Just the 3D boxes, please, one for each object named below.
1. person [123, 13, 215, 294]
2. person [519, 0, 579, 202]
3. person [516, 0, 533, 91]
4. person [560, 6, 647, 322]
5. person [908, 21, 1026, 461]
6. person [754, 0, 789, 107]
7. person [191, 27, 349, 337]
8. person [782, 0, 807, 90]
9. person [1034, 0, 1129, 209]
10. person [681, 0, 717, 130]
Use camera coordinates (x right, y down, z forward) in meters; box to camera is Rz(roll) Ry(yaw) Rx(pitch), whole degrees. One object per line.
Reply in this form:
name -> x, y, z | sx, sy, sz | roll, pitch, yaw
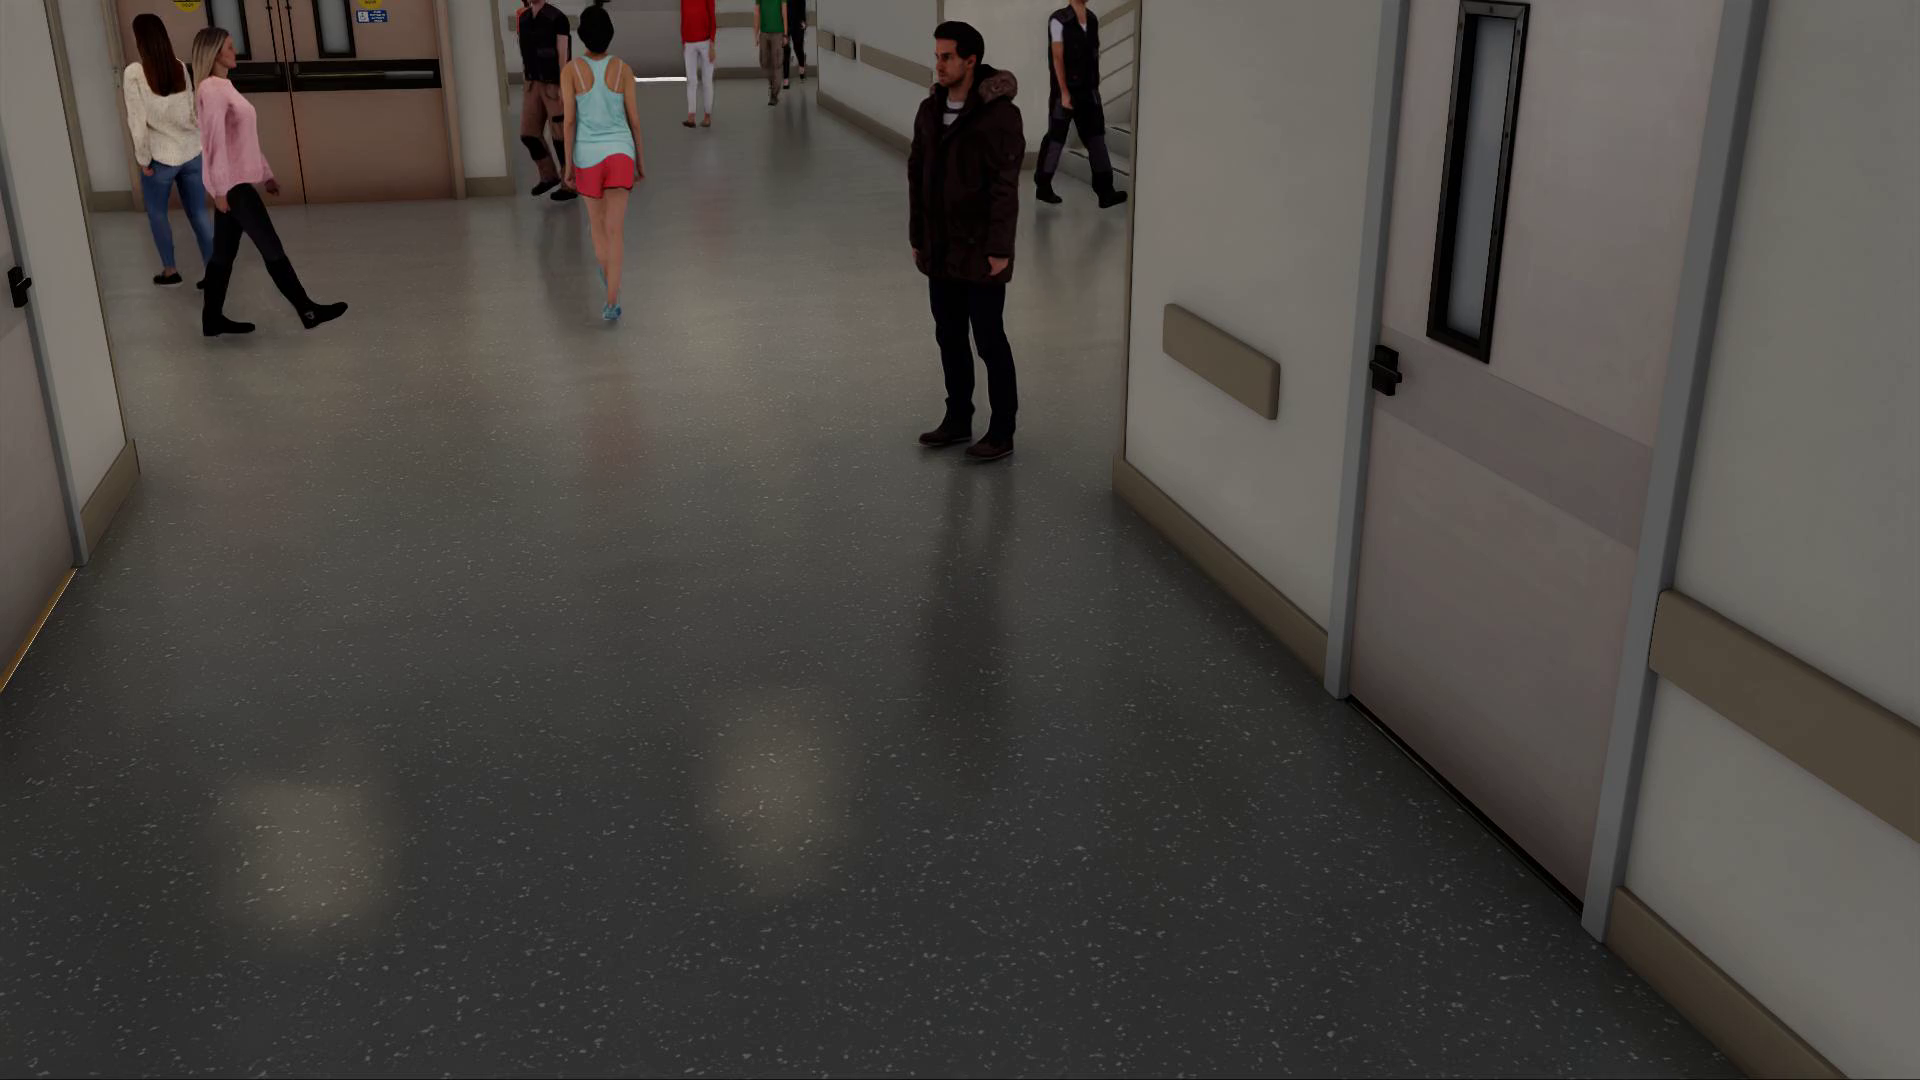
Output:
person -> -4.735, -2.306, 10.107 | 0.888, 1.671, 0.840 | 18, 27, 40
person -> -3.280, -3.709, 13.596 | 0.782, 1.822, 0.849 | 11, 23, 27
person -> -5.622, -6.536, 21.786 | 0.411, 1.308, 0.538 | -7, 22, -18
person -> -2.028, -2.102, 9.510 | 1.137, 1.712, 0.745 | -3, 21, -9
person -> 0.041, -1.264, 7.117 | 0.839, 1.839, 0.851 | -19, 28, -40
person -> -2.278, -6.183, 20.389 | 0.894, 1.638, 0.845 | 4, 21, 10
person -> -4.074, -1.914, 9.094 | 1.011, 1.655, 0.644 | -7, 22, -18
person -> -2.233, -6.866, 22.154 | 0.986, 1.665, 0.874 | 2, 21, 5
person -> 0.822, -3.514, 13.112 | 1.180, 1.802, 0.977 | -14, 25, -32
person -> -2.804, -5.334, 18.108 | 0.986, 1.666, 0.867 | 3, 21, 7
